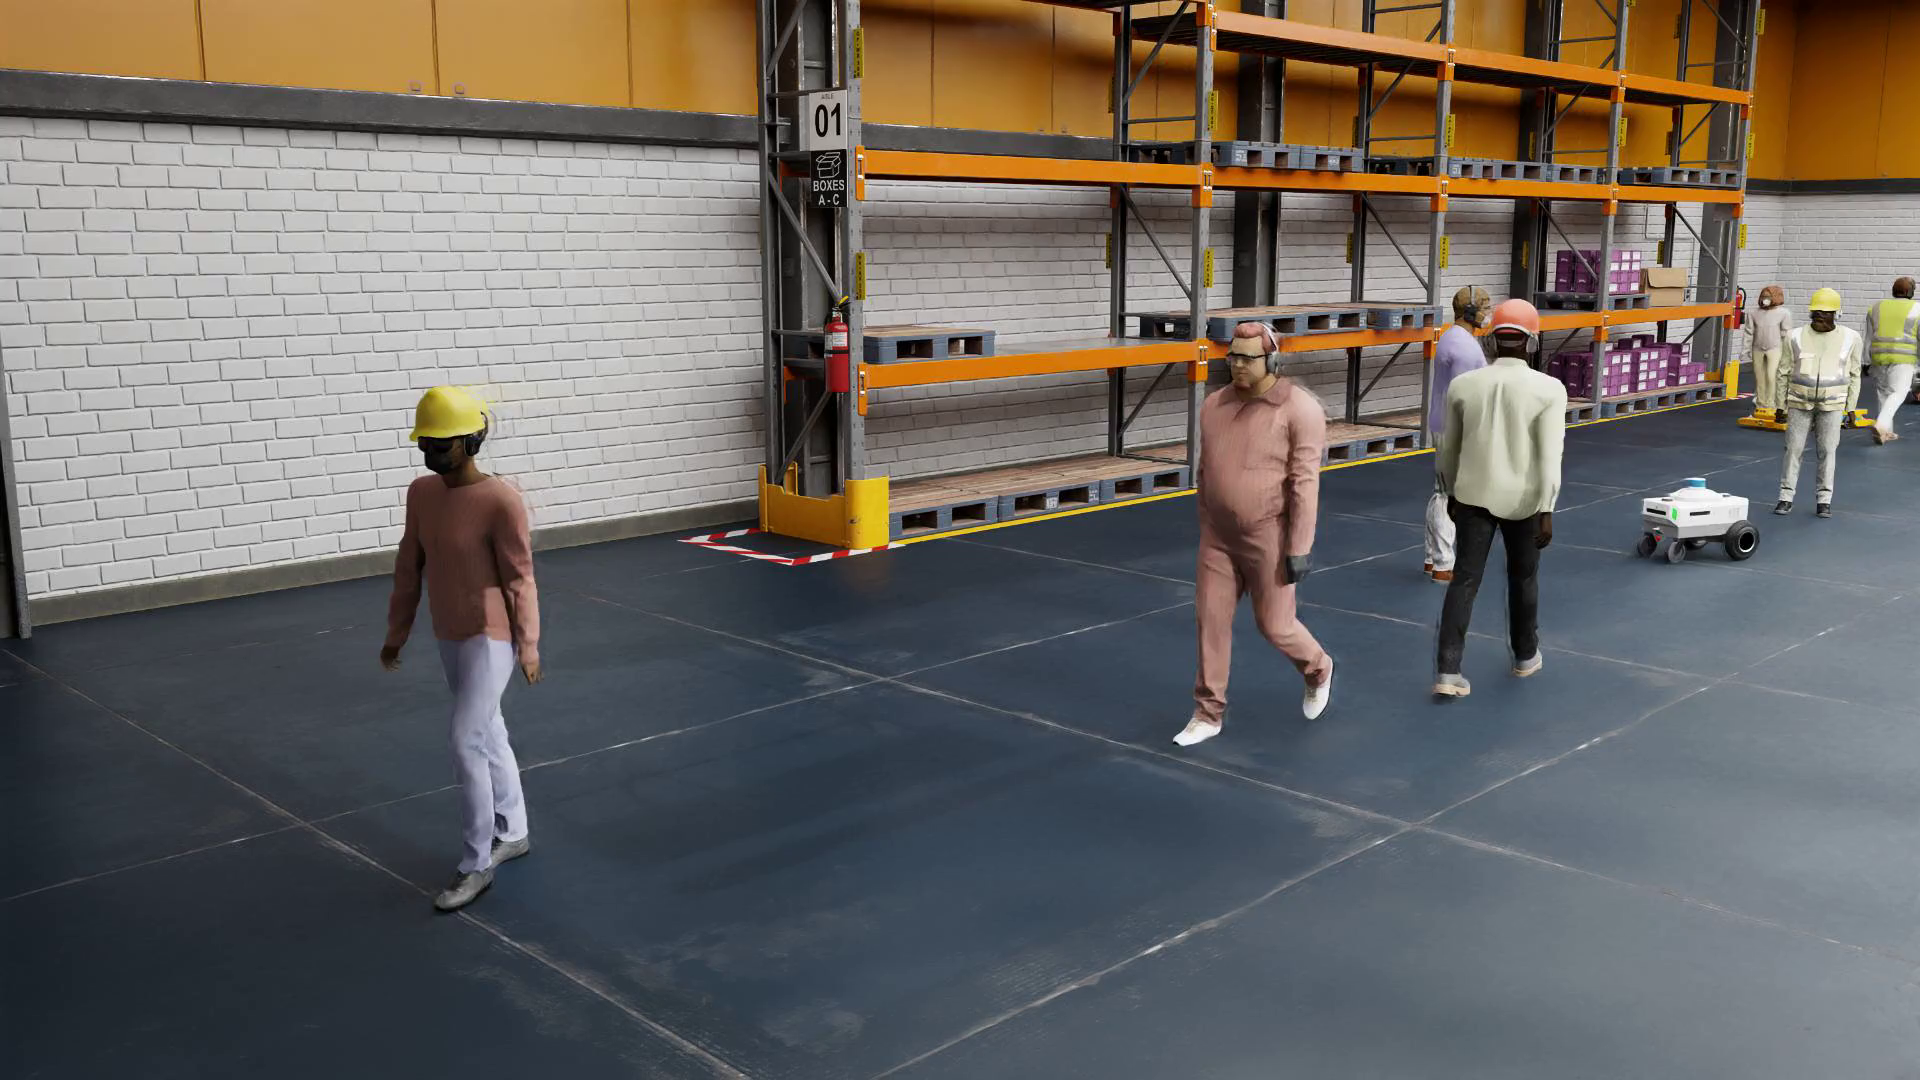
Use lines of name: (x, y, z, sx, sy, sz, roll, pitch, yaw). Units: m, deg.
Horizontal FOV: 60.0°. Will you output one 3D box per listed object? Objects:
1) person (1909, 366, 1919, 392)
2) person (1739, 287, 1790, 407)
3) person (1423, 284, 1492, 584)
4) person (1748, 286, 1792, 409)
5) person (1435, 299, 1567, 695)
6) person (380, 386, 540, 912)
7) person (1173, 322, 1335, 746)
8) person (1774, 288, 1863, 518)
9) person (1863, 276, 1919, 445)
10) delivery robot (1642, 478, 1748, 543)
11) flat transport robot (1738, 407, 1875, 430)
person: (13.713, -2.825, 23.334, 0.730, 1.608, 0.512, 3, 11, 18)
person: (9.883, -2.298, 20.453, 0.515, 1.609, 0.677, 9, 14, 42)
person: (3.209, -0.675, 10.744, 0.368, 1.932, 0.622, 2, 11, 11)
person: (10.479, -2.498, 21.557, 0.841, 1.595, 0.507, -9, 14, -41)
person: (2.648, -0.210, 8.203, 0.635, 1.941, 1.047, 7, 12, 33)
person: (-1.722, 0.354, 5.643, 0.546, 1.743, 0.702, 7, 13, 35)
person: (1.345, -0.034, 7.404, 0.643, 1.884, 0.791, 10, 14, 43)
person: (6.826, -1.089, 13.259, 0.598, 1.828, 0.403, 6, 12, 28)
person: (10.044, -1.929, 17.916, 0.867, 1.814, 0.637, -9, 13, -39)
delivery robot: (5.115, -0.189, 11.574, 0.707, 0.478, 0.477, -4, 11, -21)
flat transport robot: (9.896, -1.441, 19.432, 1.431, 0.197, 0.652, -4, 11, -22)
